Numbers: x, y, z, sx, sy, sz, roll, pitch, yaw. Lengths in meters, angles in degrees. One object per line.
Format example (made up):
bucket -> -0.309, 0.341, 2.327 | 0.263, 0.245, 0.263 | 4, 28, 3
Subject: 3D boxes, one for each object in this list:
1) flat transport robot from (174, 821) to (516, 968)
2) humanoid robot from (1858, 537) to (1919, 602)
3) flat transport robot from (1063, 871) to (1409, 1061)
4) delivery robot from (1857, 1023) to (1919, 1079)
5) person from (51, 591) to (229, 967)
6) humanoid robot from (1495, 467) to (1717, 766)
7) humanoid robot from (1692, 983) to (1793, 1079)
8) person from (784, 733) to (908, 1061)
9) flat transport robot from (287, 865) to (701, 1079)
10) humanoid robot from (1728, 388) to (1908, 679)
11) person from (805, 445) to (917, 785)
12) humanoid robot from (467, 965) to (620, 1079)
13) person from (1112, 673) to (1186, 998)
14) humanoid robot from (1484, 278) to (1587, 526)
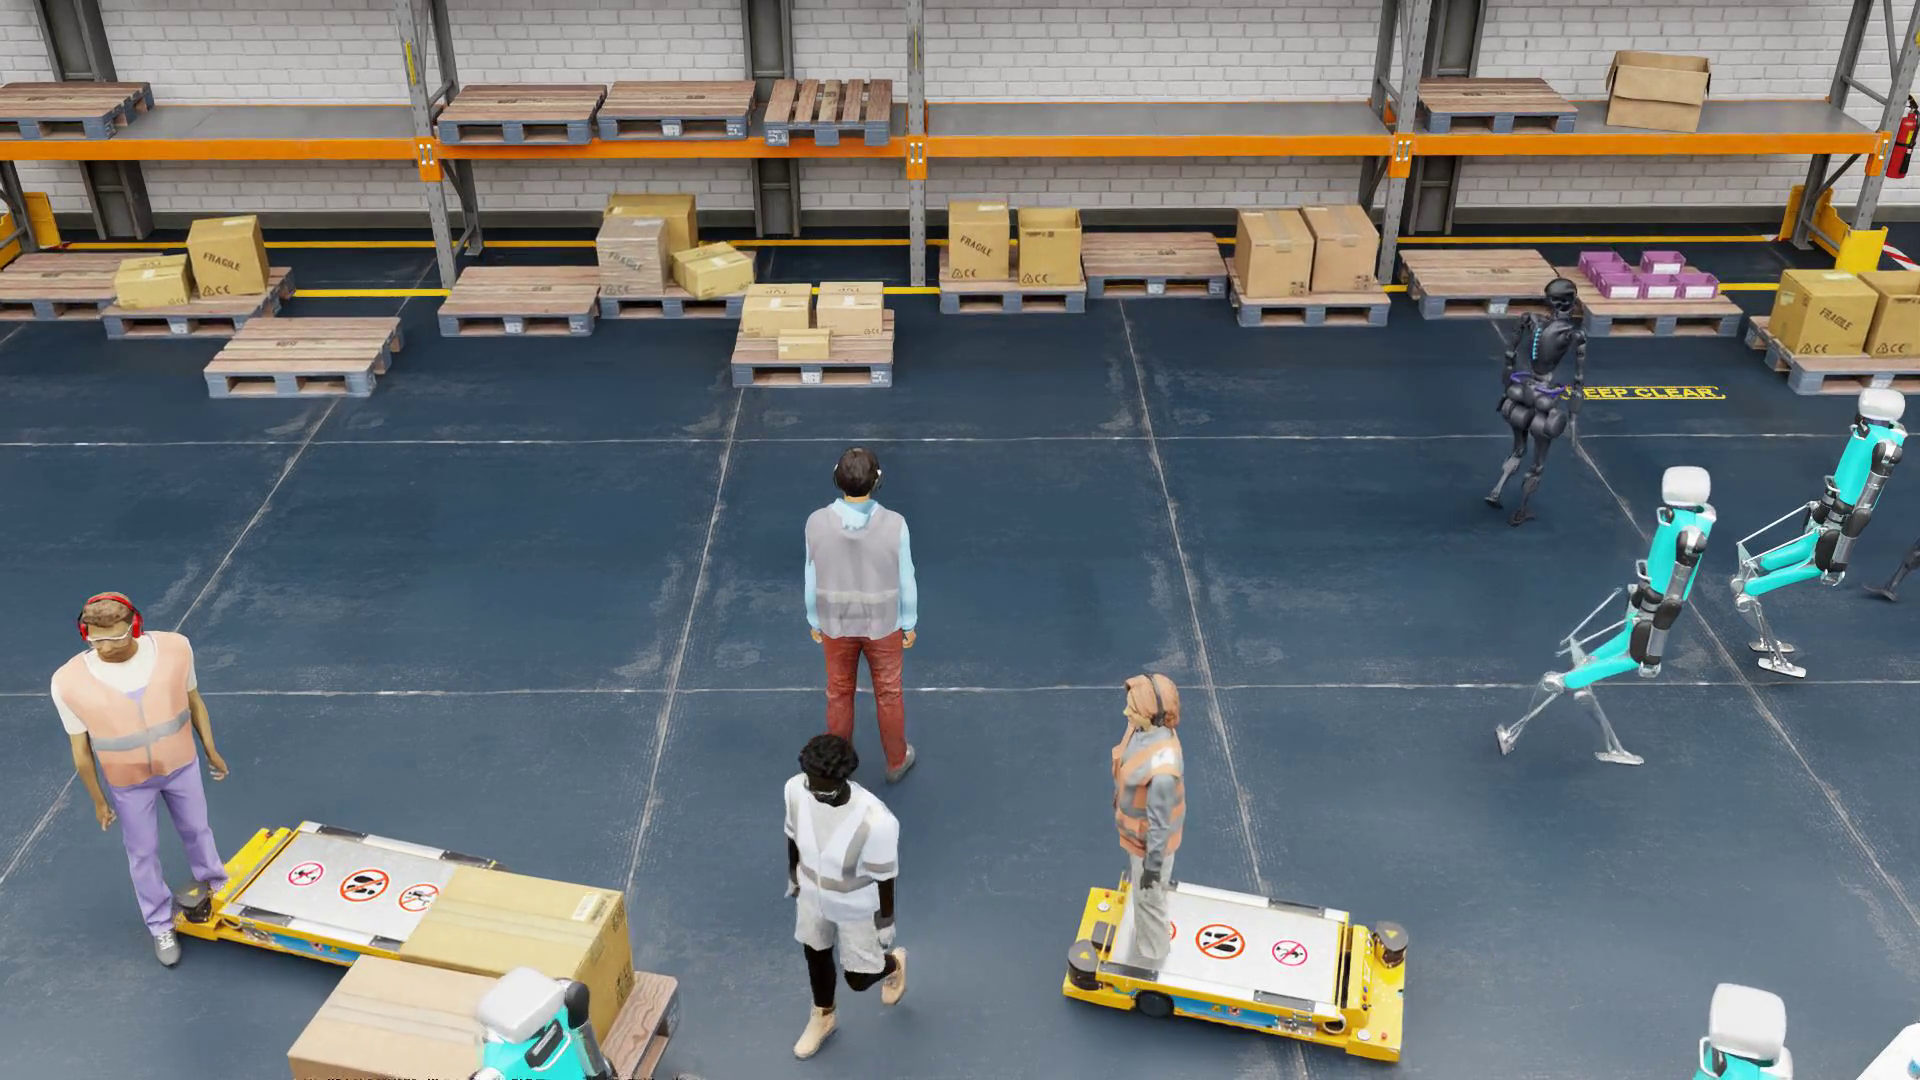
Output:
flat transport robot -> -2.796, 1.659, 7.649 | 1.431, 0.231, 0.659 | 8, 32, 14
humanoid robot -> 5.792, -0.266, 9.531 | 0.774, 1.621, 0.607 | 3, 31, 5
flat transport robot -> 1.221, 1.857, 7.320 | 1.431, 0.231, 0.659 | 8, 32, 13
delivery robot -> 3.639, 2.230, 6.425 | 0.784, 0.599, 0.499 | -23, 38, -33
person -> -3.502, 0.998, 7.225 | 0.563, 1.839, 0.396 | -25, 39, -35
humanoid robot -> 3.147, 0.419, 8.325 | 0.881, 1.815, 0.555 | 8, 32, 13
humanoid robot -> 2.167, 2.148, 5.480 | 0.711, 1.856, 0.531 | 10, 32, 16
person -> -0.438, 1.401, 6.711 | 0.568, 1.670, 0.509 | 17, 35, 27
flat transport robot -> -1.761, 2.314, 6.558 | 1.431, 0.231, 0.659 | 7, 32, 11
humanoid robot -> 4.505, -0.056, 8.951 | 0.735, 1.675, 0.533 | 7, 32, 12
person -> -0.481, 0.408, 8.169 | 0.544, 1.877, 0.408 | 2, 31, 3
humanoid robot -> -1.046, 2.159, 5.396 | 0.855, 1.771, 0.599 | 13, 33, 21
person -> 0.788, 1.242, 7.023 | 0.313, 1.629, 0.517 | -1, 31, -1
humanoid robot -> 3.628, -0.854, 10.463 | 0.364, 1.642, 0.611 | -22, 37, -31
